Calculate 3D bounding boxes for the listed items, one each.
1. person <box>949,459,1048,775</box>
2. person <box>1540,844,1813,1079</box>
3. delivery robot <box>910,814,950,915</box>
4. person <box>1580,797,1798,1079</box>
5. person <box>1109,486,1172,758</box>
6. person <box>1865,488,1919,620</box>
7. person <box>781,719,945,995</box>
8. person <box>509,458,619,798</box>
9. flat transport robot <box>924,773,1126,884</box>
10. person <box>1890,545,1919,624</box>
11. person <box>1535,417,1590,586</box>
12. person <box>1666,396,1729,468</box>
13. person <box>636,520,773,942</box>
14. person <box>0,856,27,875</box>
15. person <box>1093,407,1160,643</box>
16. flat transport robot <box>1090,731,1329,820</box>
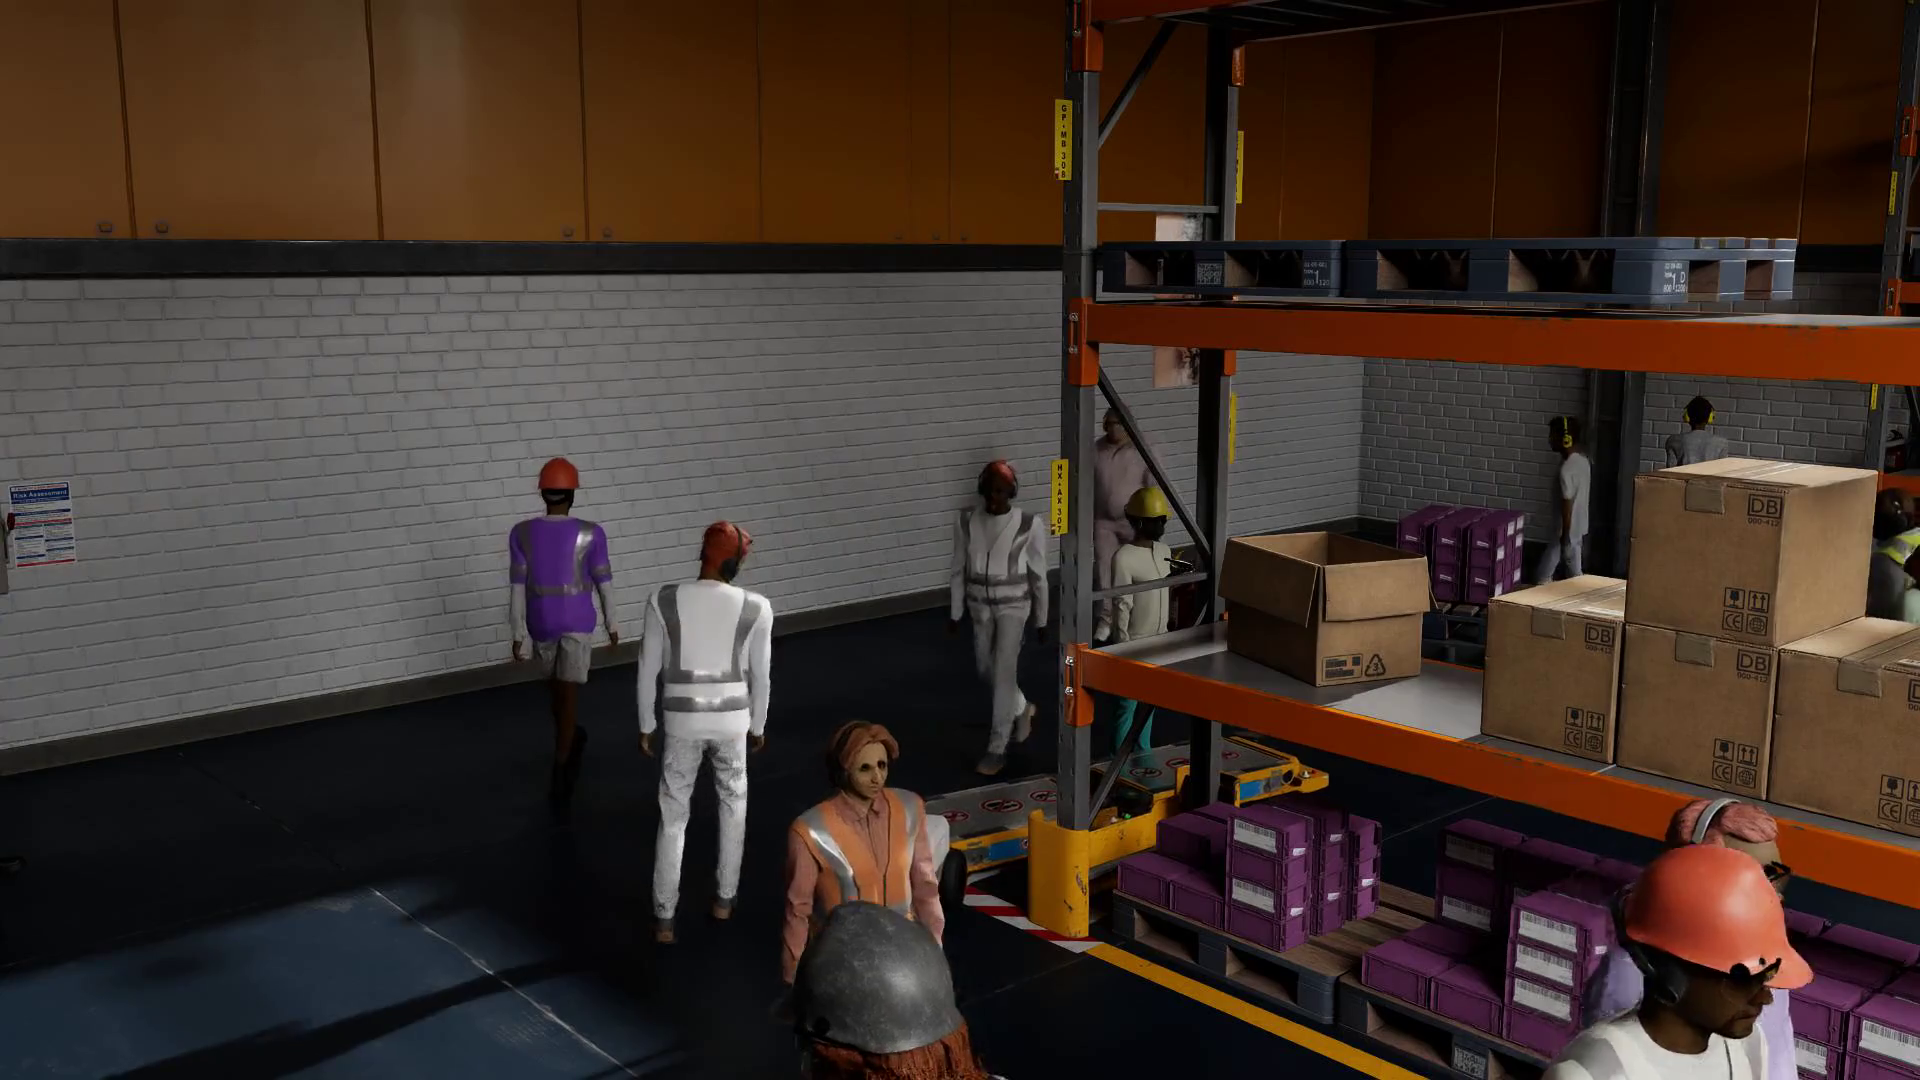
[{"bbox_3d":[0.268,0.416,10.003,0.588,1.859,0.850,5,11,27],"label":"person"},{"bbox_3d":[1.340,1.521,3.142,0.634,1.984,1.070,-8,12,-39],"label":"person"},{"bbox_3d":[-0.277,1.442,7.506,0.477,0.478,0.707,2,10,12],"label":"delivery robot"},{"bbox_3d":[1.592,1.478,3.620,0.645,1.907,0.400,-9,13,-43],"label":"person"},{"bbox_3d":[1.030,0.577,9.307,0.309,1.769,0.525,8,12,38],"label":"person"},{"bbox_3d":[5.058,0.615,9.001,0.639,1.808,0.436,-8,12,-39],"label":"person"},{"bbox_3d":[-0.264,1.357,5.173,0.518,1.619,0.581,-9,13,-42],"label":"person"},{"bbox_3d":[-2.276,0.469,9.600,0.570,1.880,1.008,0,10,0],"label":"person"},{"bbox_3d":[0.149,1.462,8.491,1.431,0.197,0.652,-6,11,-32],"label":"flat transport robot"},{"bbox_3d":[4.926,0.782,8.522,0.499,1.622,0.356,-9,13,-42],"label":"person"},{"bbox_3d":[4.721,-0.037,12.740,0.872,1.827,0.522,8,13,39],"label":"person"},{"bbox_3d":[6.173,-0.277,14.000,0.508,1.873,0.329,3,10,19],"label":"person"},{"bbox_3d":[-1.144,0.840,7.493,0.616,1.852,0.570,-1,10,-8],"label":"person"},{"bbox_3d":[-4.974,0.760,7.866,0.740,1.905,0.561,-4,10,-22],"label":"person"},{"bbox_3d":[1.298,-0.169,13.377,0.652,1.868,0.945,2,10,13],"label":"person"},{"bbox_3d":[1.315,1.326,9.289,1.431,0.197,0.652,-6,12,-33],"label":"flat transport robot"}]
